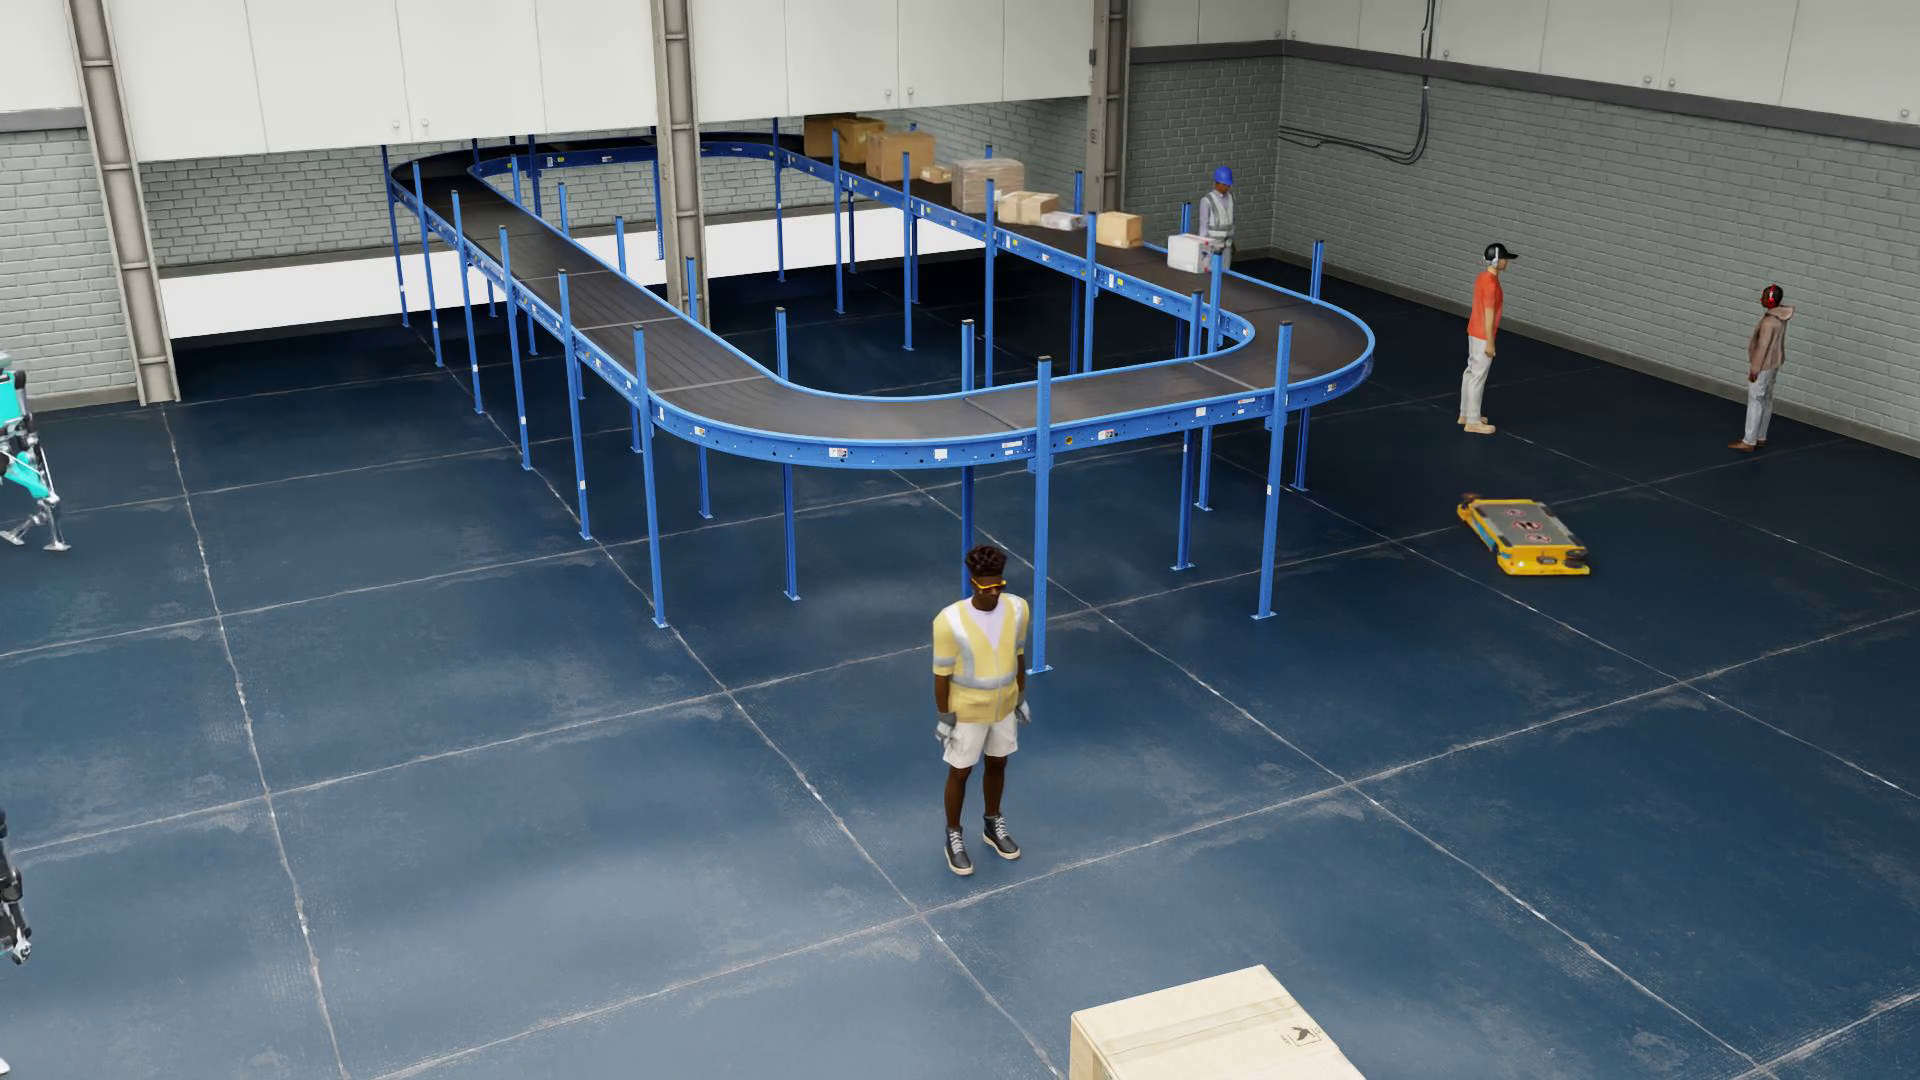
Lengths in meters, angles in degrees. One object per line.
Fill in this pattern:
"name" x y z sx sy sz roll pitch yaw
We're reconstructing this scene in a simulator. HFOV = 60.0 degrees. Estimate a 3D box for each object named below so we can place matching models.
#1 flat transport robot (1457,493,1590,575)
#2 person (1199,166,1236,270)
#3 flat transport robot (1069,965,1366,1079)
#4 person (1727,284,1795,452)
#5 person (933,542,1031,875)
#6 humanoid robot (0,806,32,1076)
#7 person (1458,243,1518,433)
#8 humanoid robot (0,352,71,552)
"flat transport robot" 4.726 -0.052 14.004 0.659 0.231 1.431 0 22 -1
"person" 3.231 -3.716 20.851 0.617 1.932 0.416 -18 28 -37
"flat transport robot" 1.106 2.792 6.974 1.431 0.231 0.659 -8 23 -20
"person" 7.814 -1.668 16.161 0.325 1.648 0.463 20 29 40
"person" 0.132 0.928 9.319 0.609 1.964 0.365 -12 25 -27
"humanoid robot" -4.518 1.808 7.462 0.898 1.772 0.554 16 27 35
"person" 5.300 -2.036 16.722 0.397 1.912 0.474 2 22 5
"humanoid robot" -7.603 -0.659 13.573 1.017 1.744 0.565 8 23 18
